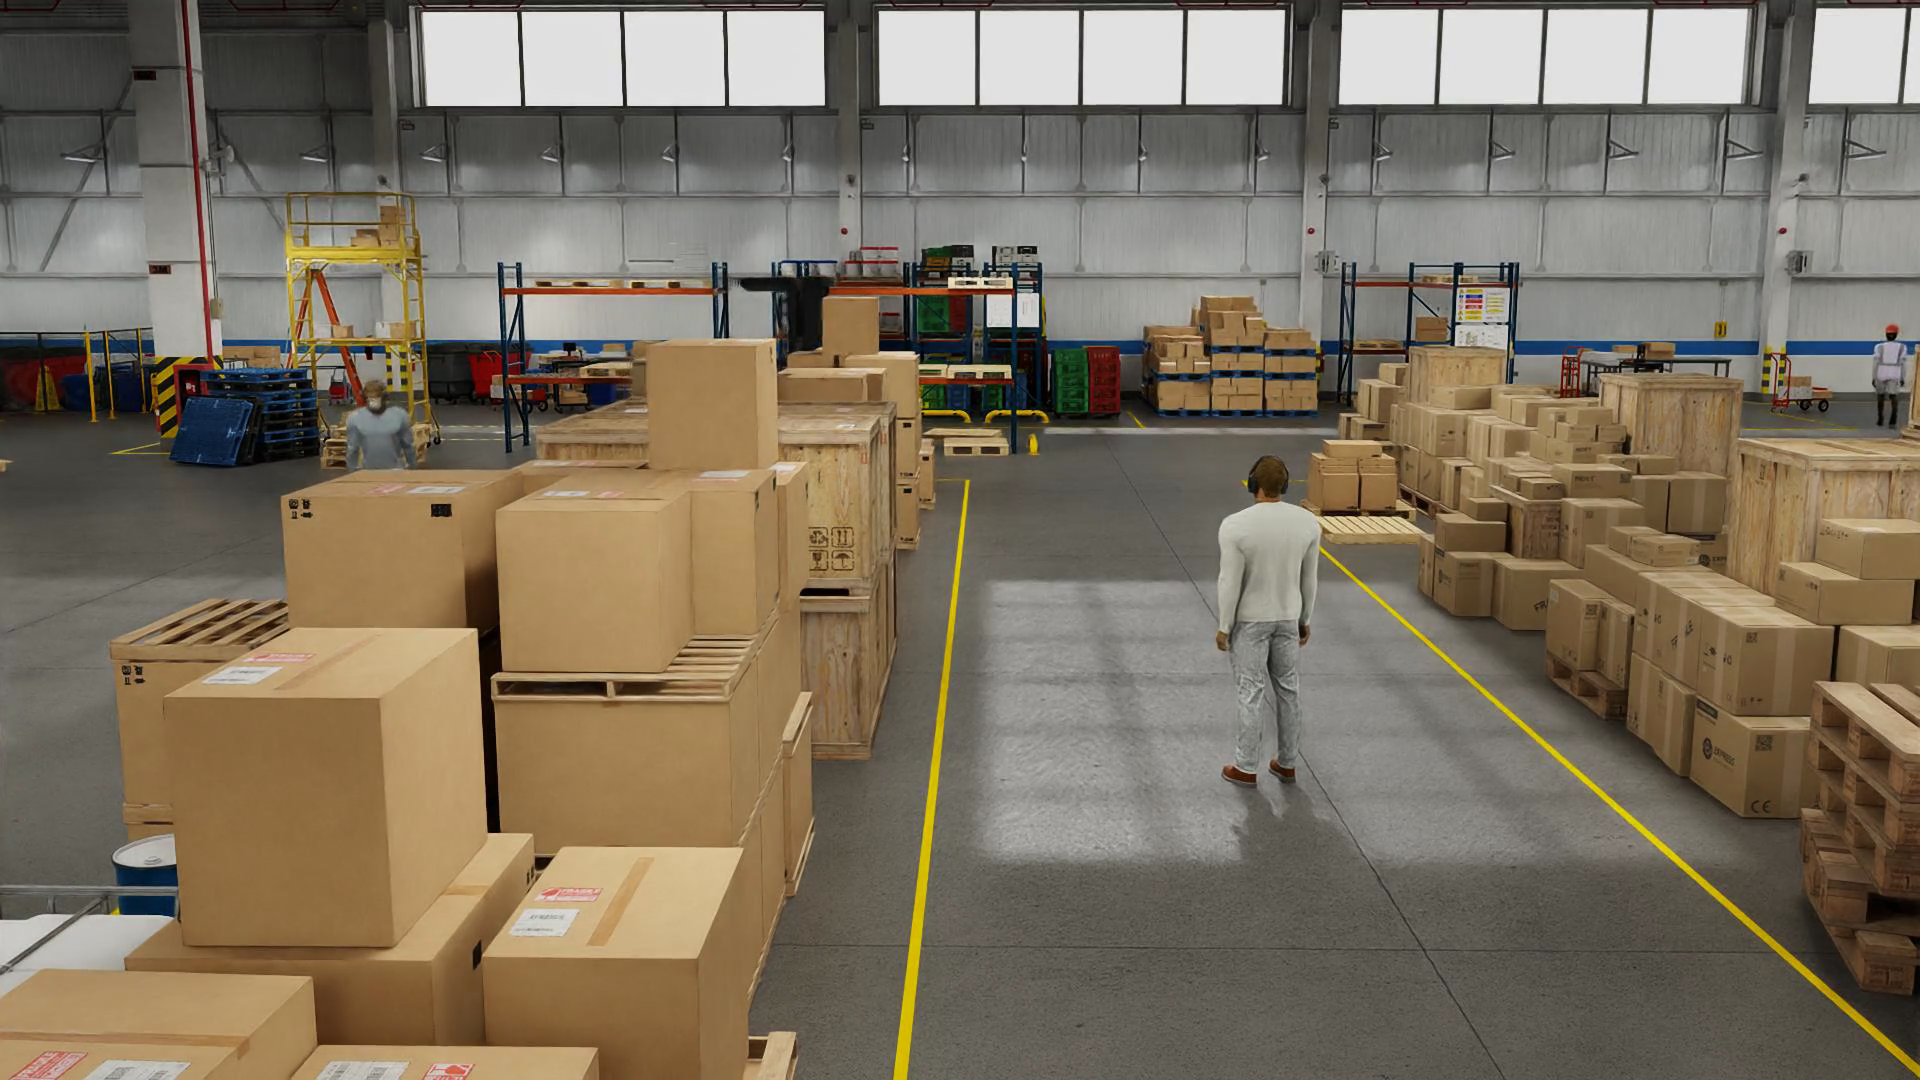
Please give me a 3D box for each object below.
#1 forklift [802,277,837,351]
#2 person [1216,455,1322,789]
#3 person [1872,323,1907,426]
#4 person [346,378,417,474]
[{"bbox_3d":[-2.035,-2.401,24.017,1.873,2.768,1.129,0,9,1],"label":"forklift"},{"bbox_3d":[1.763,0.473,9.620,0.632,1.940,0.372,-3,10,-17],"label":"person"},{"bbox_3d":[17.160,-3.033,30.718,0.547,1.917,0.661,3,10,19],"label":"person"},{"bbox_3d":[-5.805,-0.697,16.736,0.662,1.907,0.797,-3,10,-15],"label":"person"}]
